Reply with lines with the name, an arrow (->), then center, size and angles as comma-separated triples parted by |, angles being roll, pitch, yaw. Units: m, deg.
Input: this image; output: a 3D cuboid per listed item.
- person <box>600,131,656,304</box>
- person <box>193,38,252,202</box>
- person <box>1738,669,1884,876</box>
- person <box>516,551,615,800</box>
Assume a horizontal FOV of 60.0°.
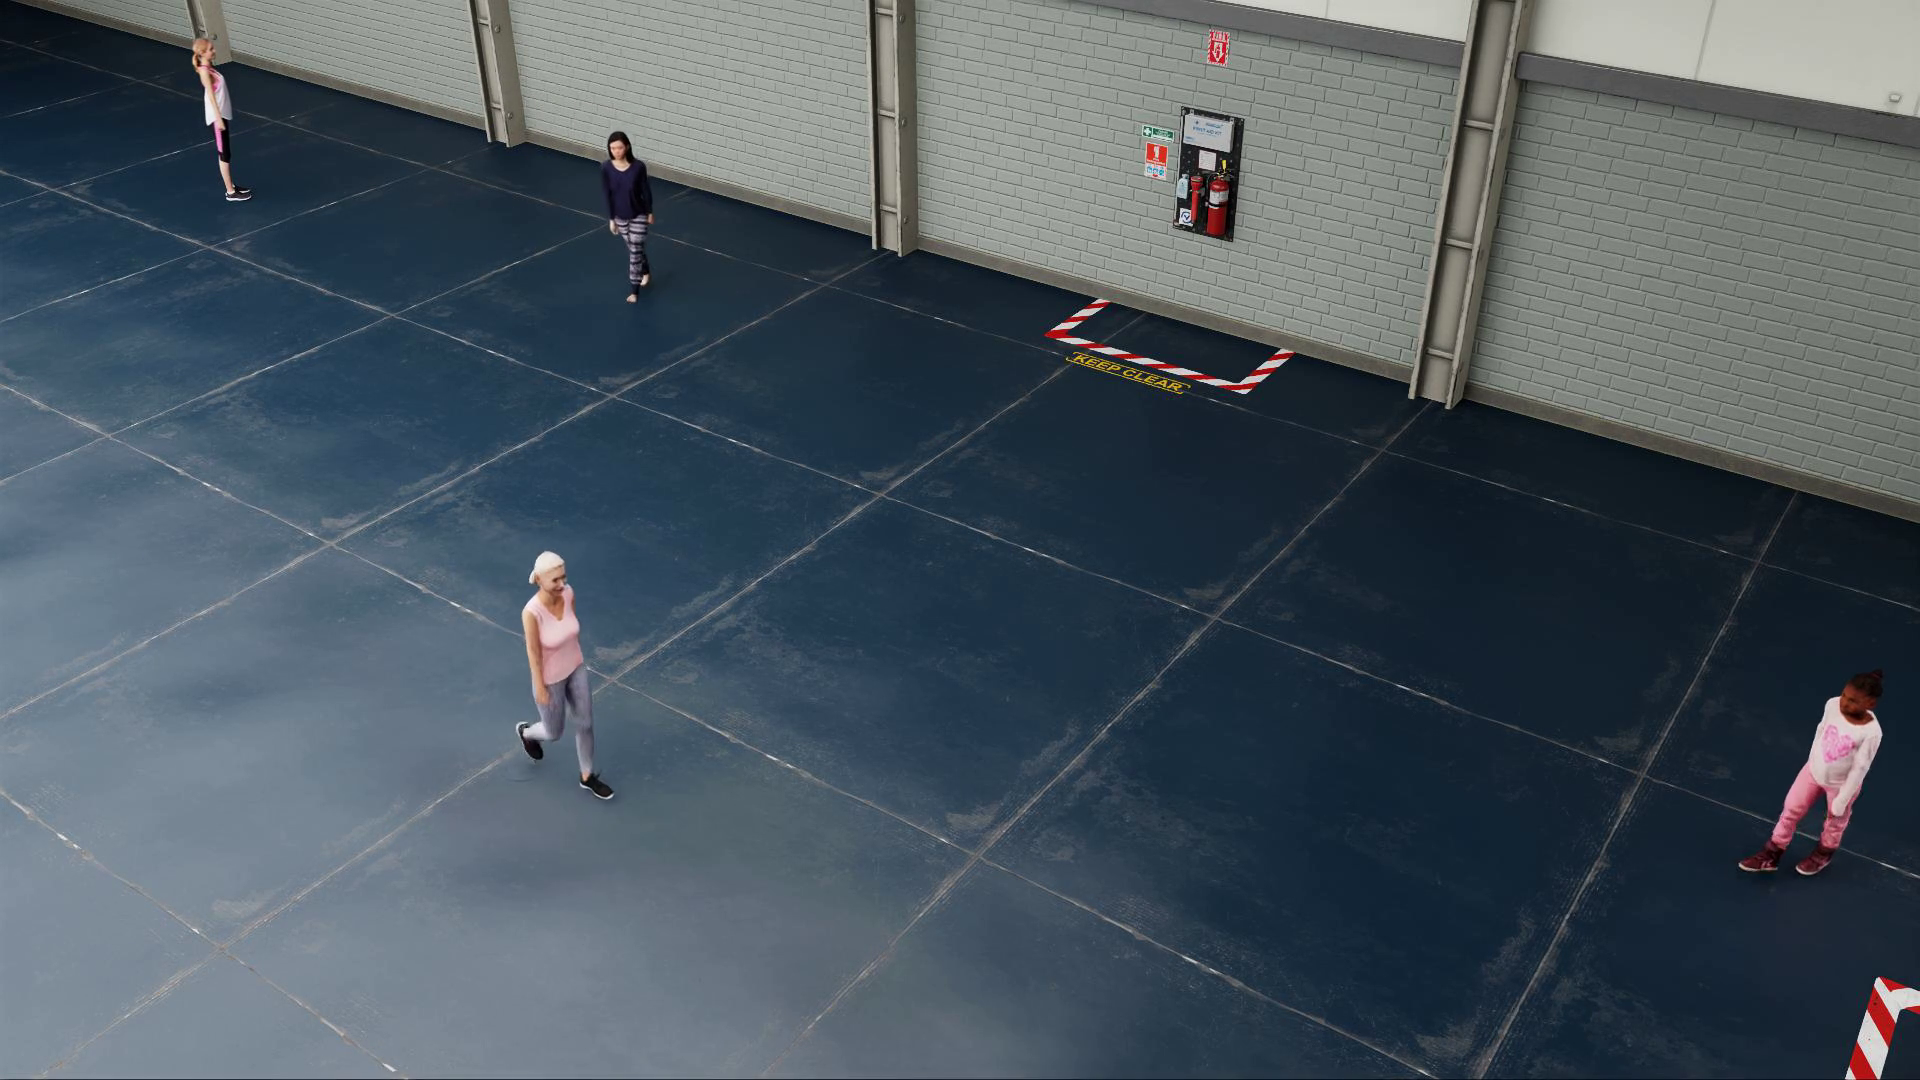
person -> -3.203, -3.201, 16.262 | 1.064, 1.675, 0.984 | 3, 32, 4
person -> -8.263, -4.682, 18.504 | 0.738, 1.787, 0.648 | -10, 34, -15
person -> 4.960, 1.307, 9.346 | 0.856, 1.429, 0.859 | -13, 35, -20
person -> -2.450, 0.774, 9.933 | 0.958, 1.703, 0.577 | 23, 39, 32
